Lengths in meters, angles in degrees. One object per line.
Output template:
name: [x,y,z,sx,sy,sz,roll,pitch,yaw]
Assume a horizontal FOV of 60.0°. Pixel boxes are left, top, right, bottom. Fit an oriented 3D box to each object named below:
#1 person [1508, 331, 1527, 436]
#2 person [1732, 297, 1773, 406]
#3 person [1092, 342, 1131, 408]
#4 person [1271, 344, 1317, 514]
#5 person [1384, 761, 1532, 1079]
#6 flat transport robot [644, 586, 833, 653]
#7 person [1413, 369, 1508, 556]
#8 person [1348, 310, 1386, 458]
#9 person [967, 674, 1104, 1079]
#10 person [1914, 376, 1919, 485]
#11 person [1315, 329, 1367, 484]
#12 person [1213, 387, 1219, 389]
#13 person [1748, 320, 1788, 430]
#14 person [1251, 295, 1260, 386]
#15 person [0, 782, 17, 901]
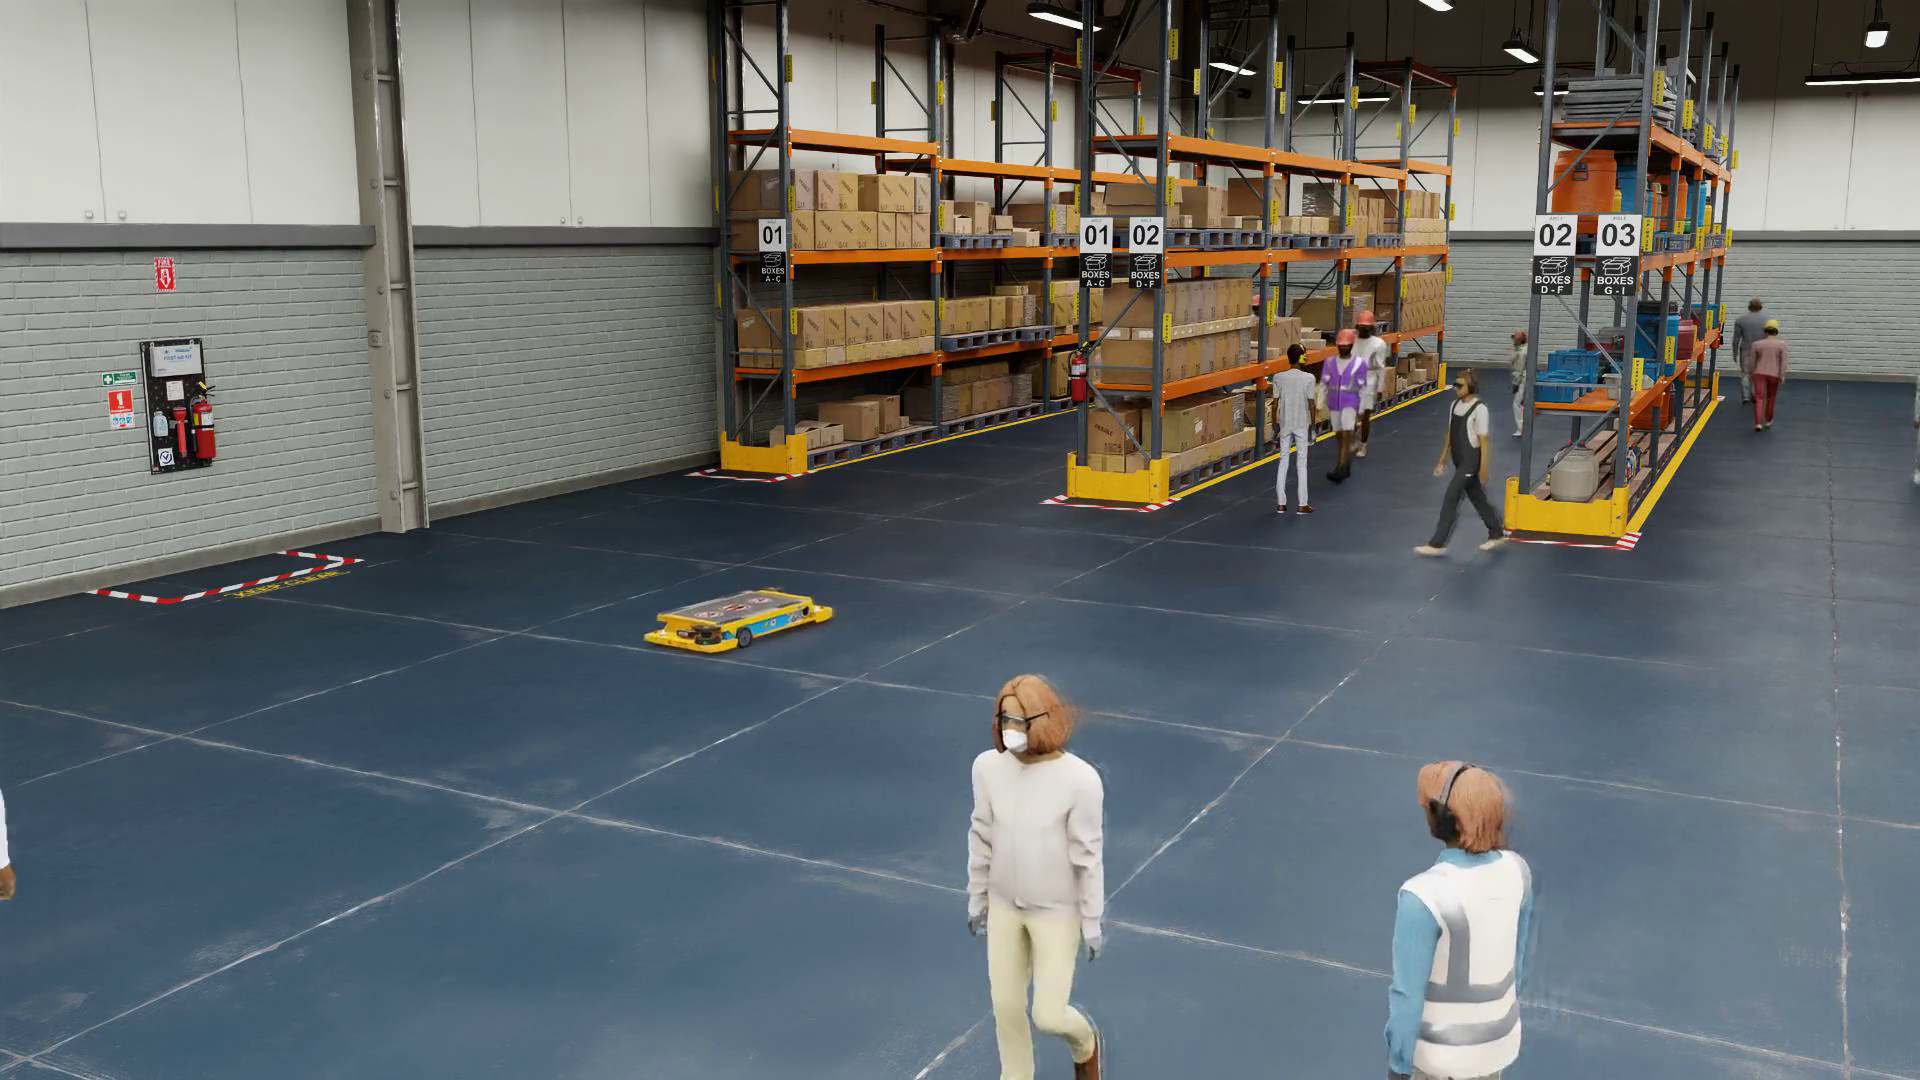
person: [8.492,-2.385,25.274,0.356,1.605,0.668,3,11,14]
person: [14.163,-3.367,29.754,0.654,1.925,0.515,5,11,25]
person: [2.050,-1.912,22.164,0.591,1.805,0.759,5,11,25]
person: [3.655,-1.212,18.181,0.517,1.865,0.328,6,12,28]
person: [1.395,1.410,4.539,0.532,1.622,0.503,-7,13,-35]
flat transport robot: [-1.670,0.592,12.688,0.652,0.197,1.431,7,13,33]
person: [4.848,-0.738,15.833,1.004,1.795,0.506,-2,11,-8]
person: [5.475,-2.120,22.688,0.635,2.023,0.435,5,12,27]
person: [0.264,1.225,5.556,0.514,1.615,0.461,7,12,34]
person: [11.692,-1.455,19.884,0.492,1.731,0.366,4,11,21]
person: [4.698,-1.650,20.530,0.561,1.879,1.013,7,13,34]
person: [4.154,-2.992,27.803,0.599,1.888,0.802,6,12,29]
person: [12.624,-2.580,26.028,0.538,1.718,0.905,5,12,27]
person: [5.261,-3.382,29.737,0.646,1.958,0.875,7,12,32]
person: [-3.604,1.095,5.651,0.546,1.842,0.613,6,12,31]
